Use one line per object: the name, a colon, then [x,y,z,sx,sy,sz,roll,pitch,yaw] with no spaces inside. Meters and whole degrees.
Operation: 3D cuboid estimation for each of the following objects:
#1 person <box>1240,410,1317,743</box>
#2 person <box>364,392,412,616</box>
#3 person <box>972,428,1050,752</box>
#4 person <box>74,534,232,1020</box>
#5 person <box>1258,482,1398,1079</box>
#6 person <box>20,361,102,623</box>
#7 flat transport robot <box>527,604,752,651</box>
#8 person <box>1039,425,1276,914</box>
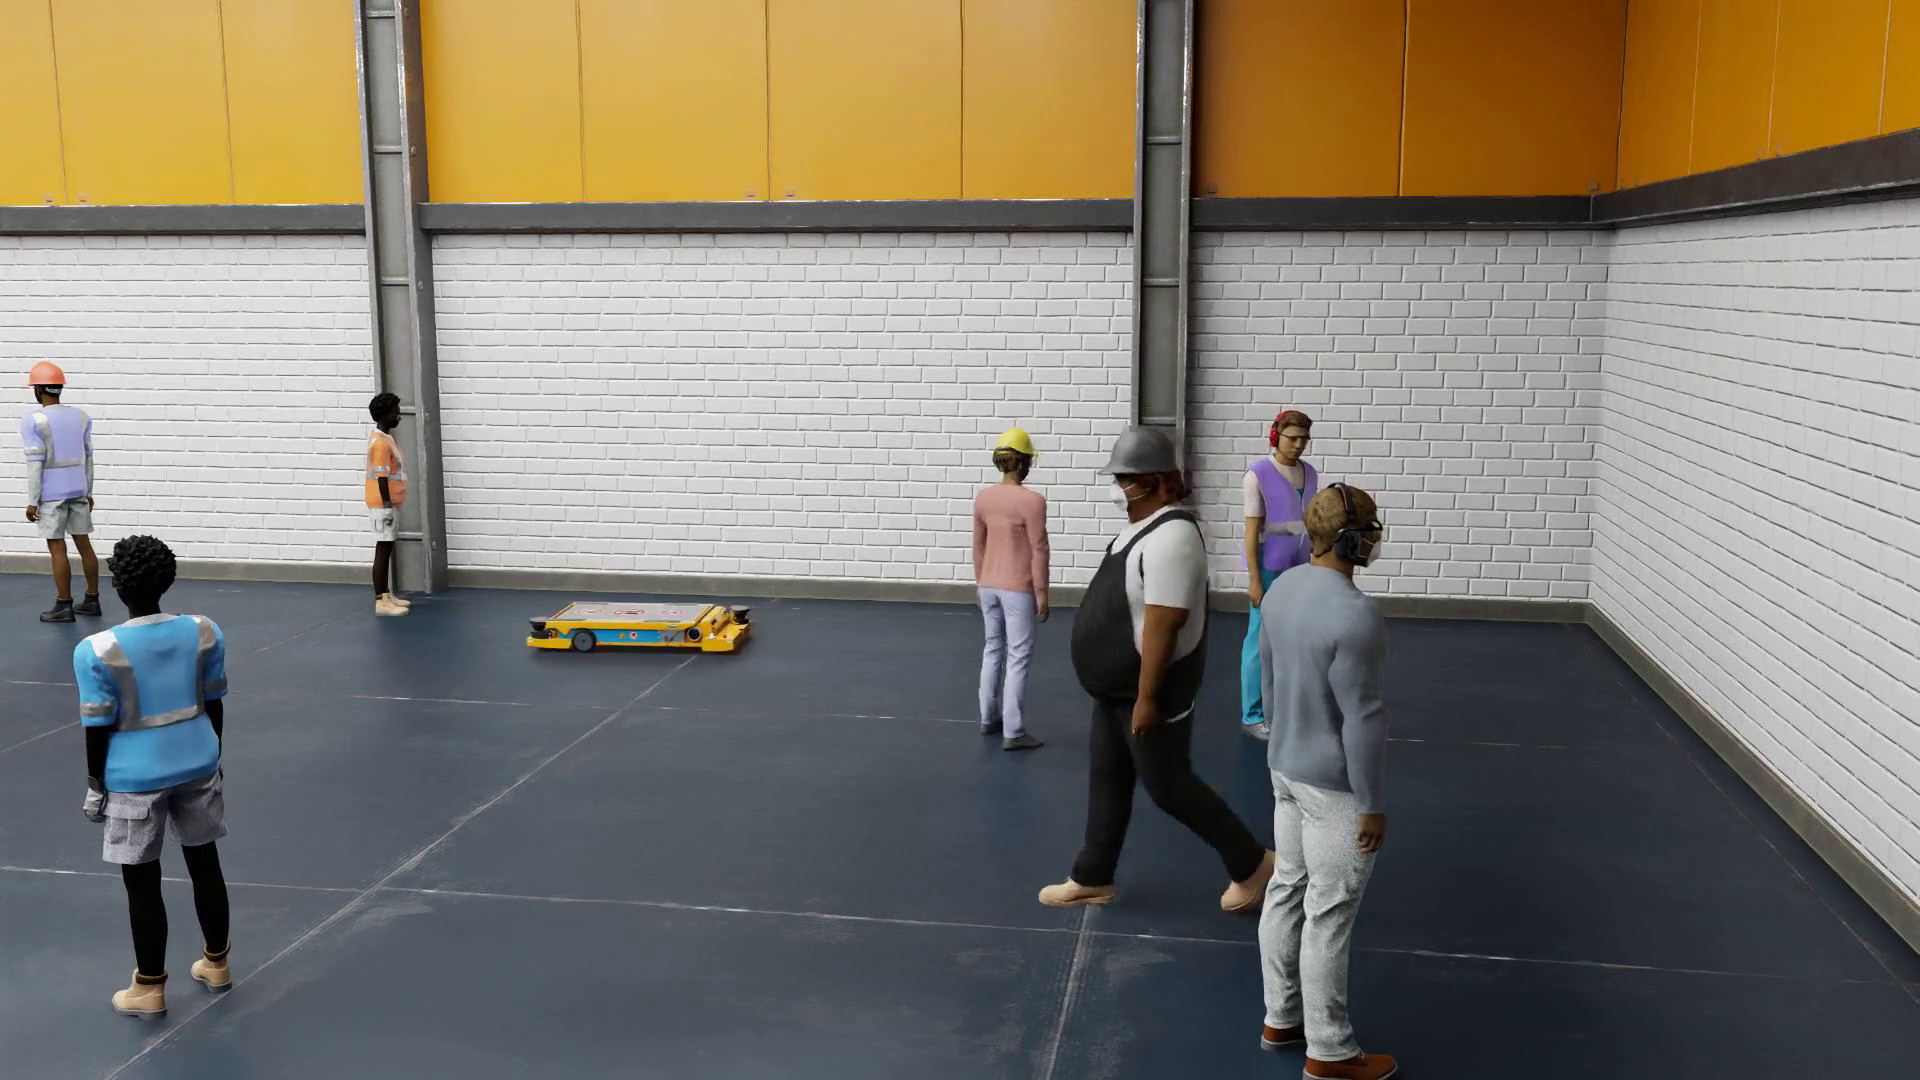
person: [1.778,0.190,9.301,0.563,1.838,0.391,-8,12,-41]
person: [-4.341,-0.271,12.599,0.318,1.691,0.532,-3,10,-17]
person: [0.290,0.271,9.124,0.379,1.747,0.549,-9,13,-42]
person: [-2.812,0.823,5.834,0.318,1.697,0.535,6,11,34]
person: [1.183,0.777,5.370,0.370,1.940,0.627,-3,10,-17]
person: [-6.693,-0.352,12.338,0.379,1.937,0.548,4,10,24]
flat transport robot: [-2.223,0.597,11.608,1.431,0.197,0.652,1,9,4]
person: [0.828,0.516,6.668,0.901,2.000,0.686,-1,9,-5]
